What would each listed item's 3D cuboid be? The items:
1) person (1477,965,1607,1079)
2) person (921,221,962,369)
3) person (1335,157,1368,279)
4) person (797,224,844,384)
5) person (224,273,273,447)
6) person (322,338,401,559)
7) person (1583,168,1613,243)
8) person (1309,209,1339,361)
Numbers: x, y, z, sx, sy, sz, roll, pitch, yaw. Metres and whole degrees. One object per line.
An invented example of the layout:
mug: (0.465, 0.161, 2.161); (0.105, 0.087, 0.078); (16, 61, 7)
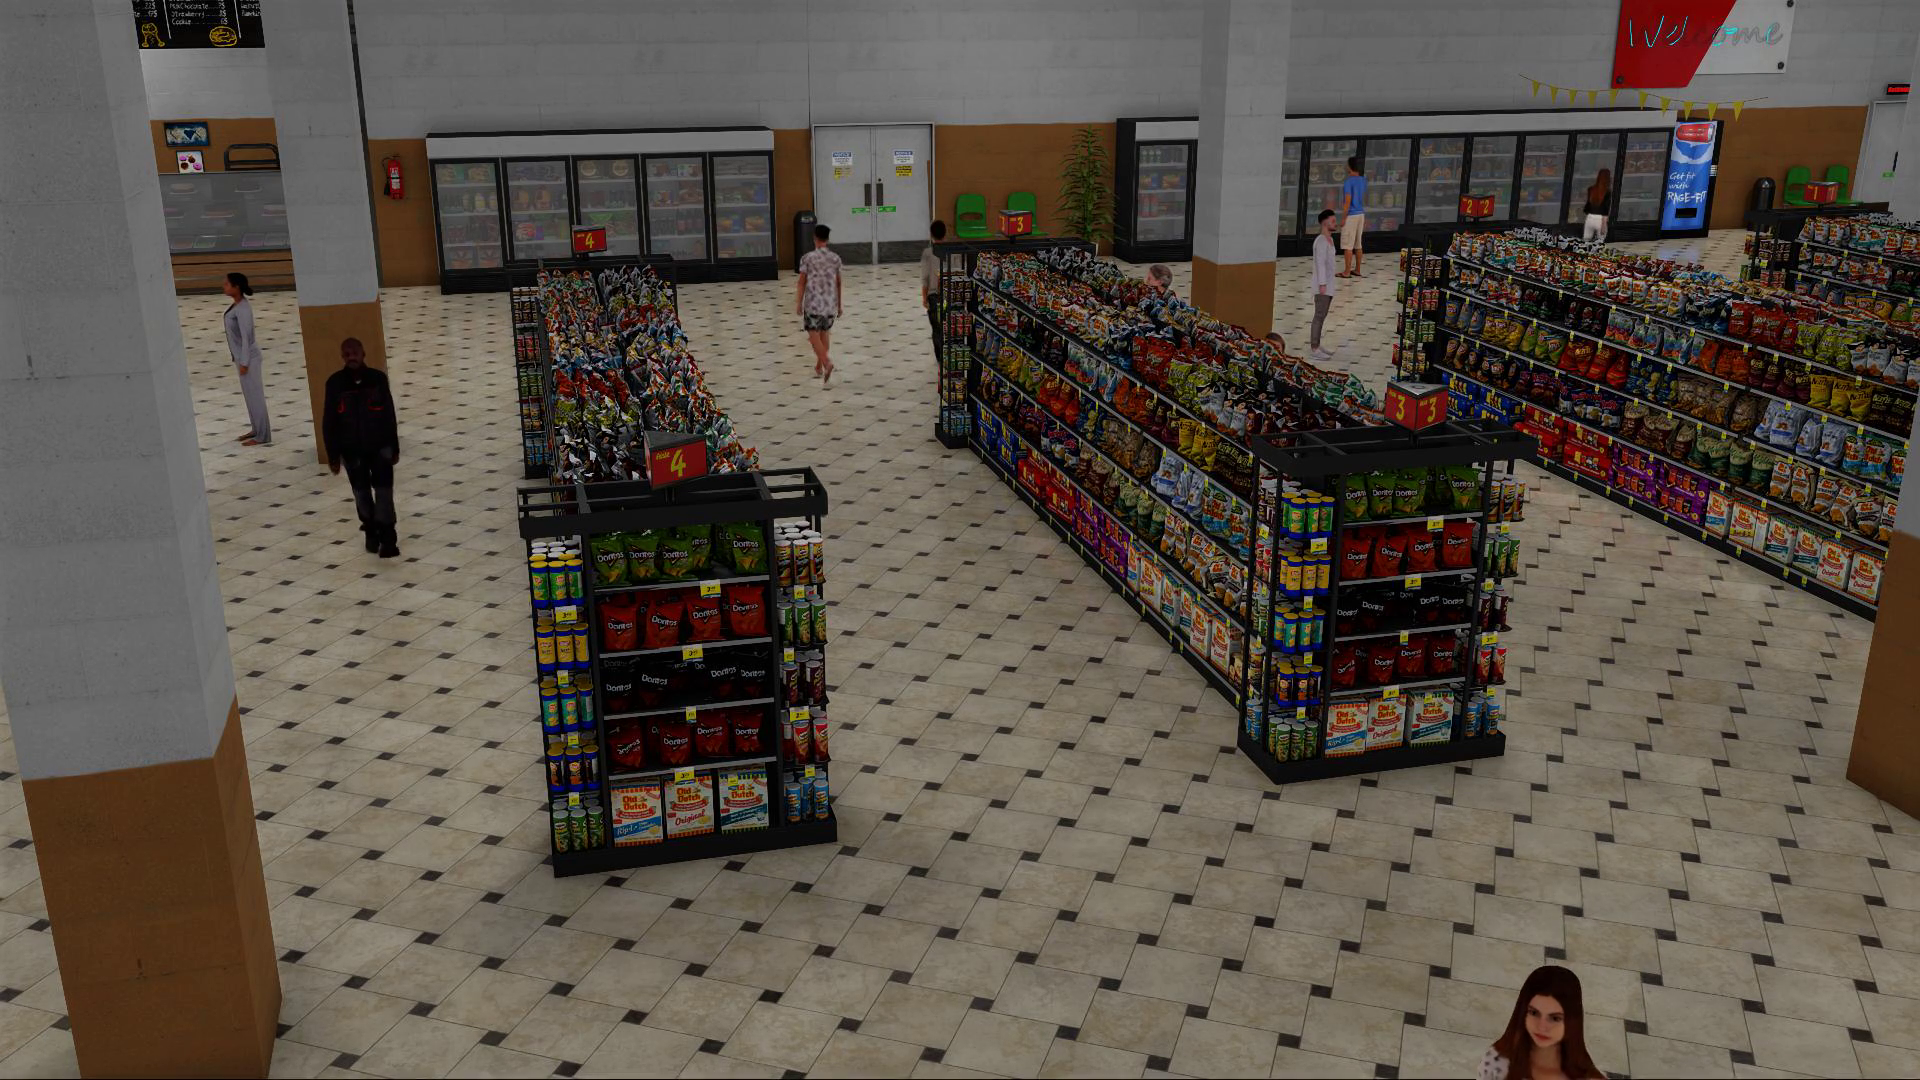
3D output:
person: (1.809, 2.079, 5.260); (1.030, 1.691, 1.129); (9, 20, 24)
person: (-0.218, -2.850, 19.750); (0.853, 1.771, 1.158); (1, 19, 2)
person: (6.215, -5.096, 26.270); (0.740, 1.863, 0.720); (-14, 23, -37)
person: (-1.607, -2.748, 19.422); (0.813, 1.789, 1.096); (-8, 20, -21)
person: (-7.215, -1.848, 16.835); (0.739, 1.736, 0.561); (-10, 21, -27)
person: (-4.845, -0.763, 13.533); (0.797, 1.789, 1.177); (-7, 20, -20)
person: (9.972, -4.985, 26.224); (0.947, 1.681, 1.072); (-15, 24, -38)
person: (4.505, -3.176, 20.611); (0.816, 1.840, 0.708); (7, 20, 19)
